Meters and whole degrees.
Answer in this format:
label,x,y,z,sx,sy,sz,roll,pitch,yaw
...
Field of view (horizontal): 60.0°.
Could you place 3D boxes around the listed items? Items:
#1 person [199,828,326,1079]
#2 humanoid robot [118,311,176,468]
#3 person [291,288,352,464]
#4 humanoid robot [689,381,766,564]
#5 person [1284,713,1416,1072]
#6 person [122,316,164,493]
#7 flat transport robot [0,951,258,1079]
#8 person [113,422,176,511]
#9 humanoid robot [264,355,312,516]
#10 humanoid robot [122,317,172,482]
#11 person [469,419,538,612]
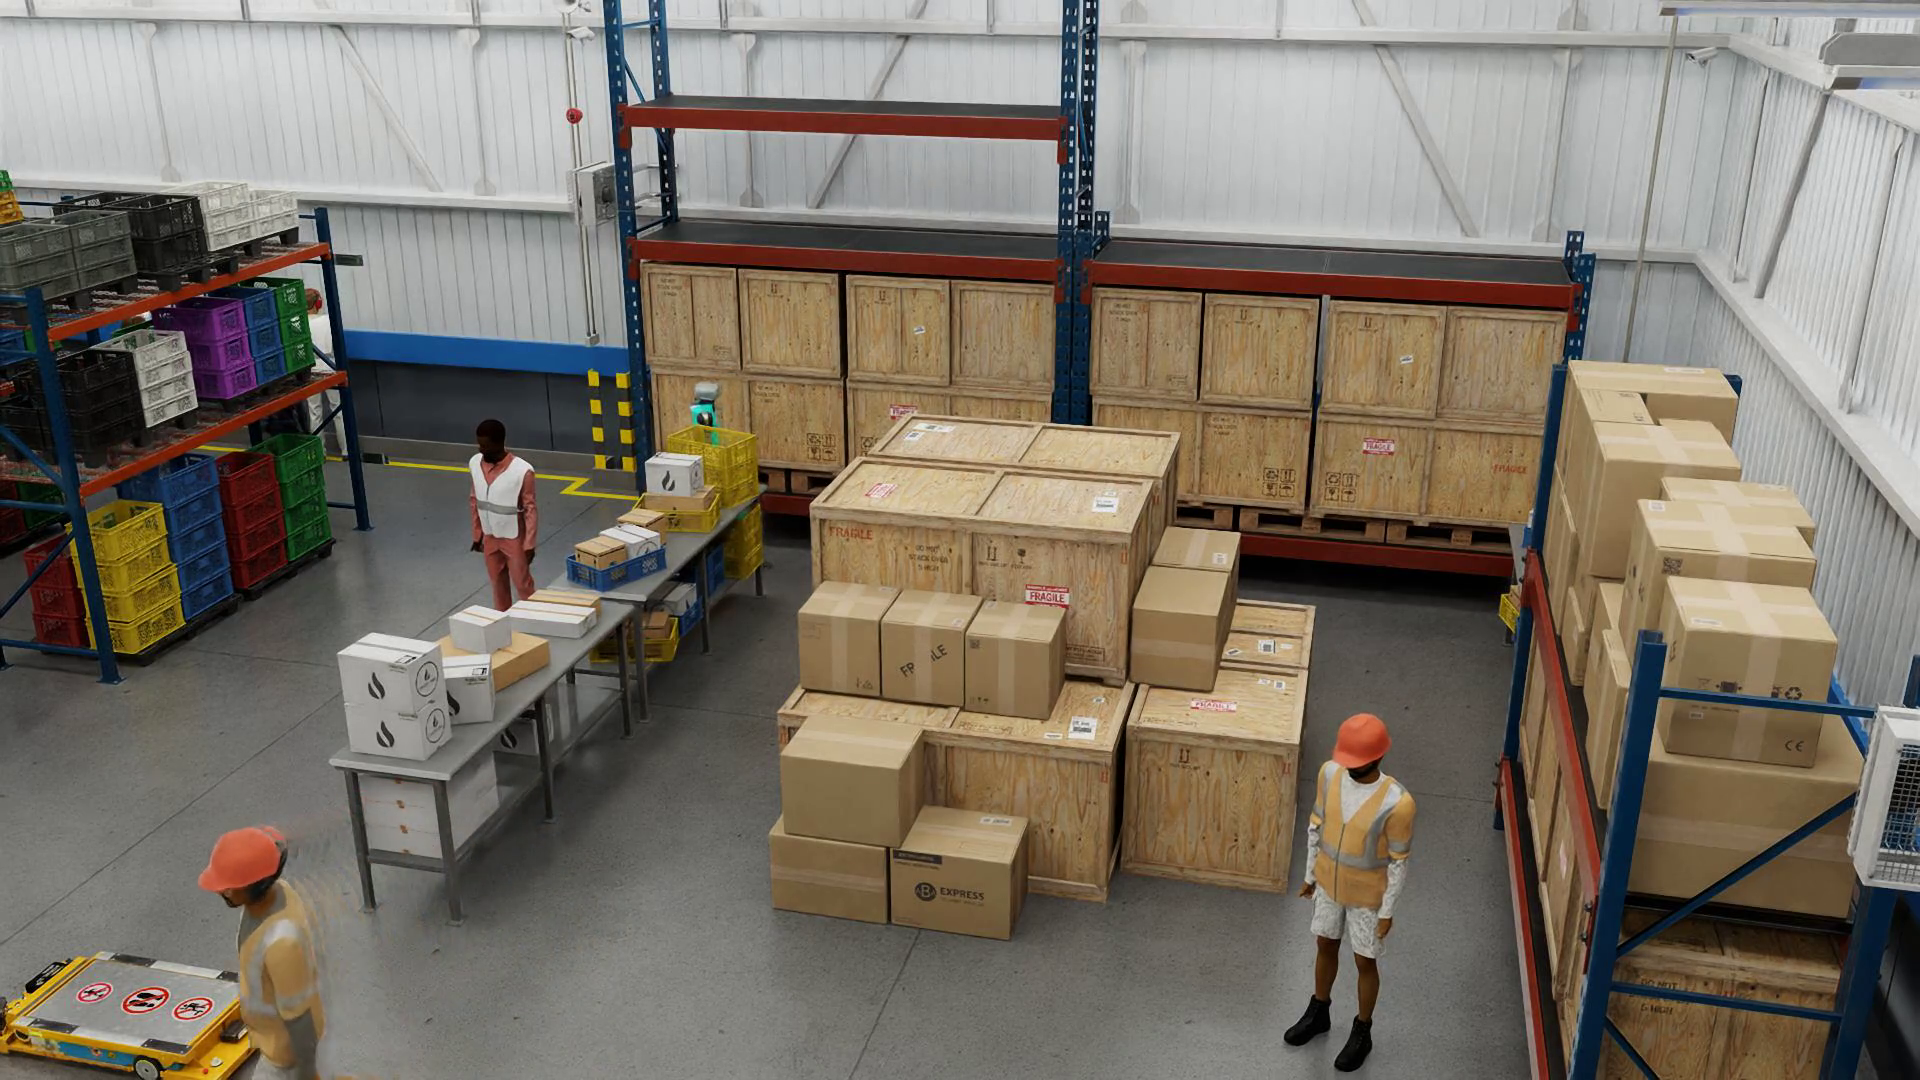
label,x,y,z,sx,sy,sz,roll,pitch,yaw
person,-2.838,2.082,7.166,0.892,2.013,0.615,-10,23,-23
humanoid robot,-8.224,-1.518,16.921,0.540,1.778,0.673,-13,25,-31
person,-6.637,-1.692,17.275,0.564,1.837,0.388,-5,21,-12
humanoid robot,-1.918,-0.515,14.370,0.802,1.780,0.579,-4,21,-11
person,1.925,1.719,8.221,0.362,1.931,0.542,-19,28,-41
person,-7.940,-1.285,16.223,0.432,1.835,0.627,-3,21,-9
flat transport robot,-4.270,2.464,8.601,1.431,0.231,0.659,5,22,13
person,-7.361,-0.802,15.087,0.541,1.720,0.622,4,21,10
humanoid robot,-6.467,-1.029,15.778,0.533,1.627,0.597,3,21,8
humanoid robot,-8.123,-1.310,16.410,0.774,1.768,0.530,-1,21,-4
person,-3.497,-0.024,12.808,0.587,1.913,0.391,9,23,22
